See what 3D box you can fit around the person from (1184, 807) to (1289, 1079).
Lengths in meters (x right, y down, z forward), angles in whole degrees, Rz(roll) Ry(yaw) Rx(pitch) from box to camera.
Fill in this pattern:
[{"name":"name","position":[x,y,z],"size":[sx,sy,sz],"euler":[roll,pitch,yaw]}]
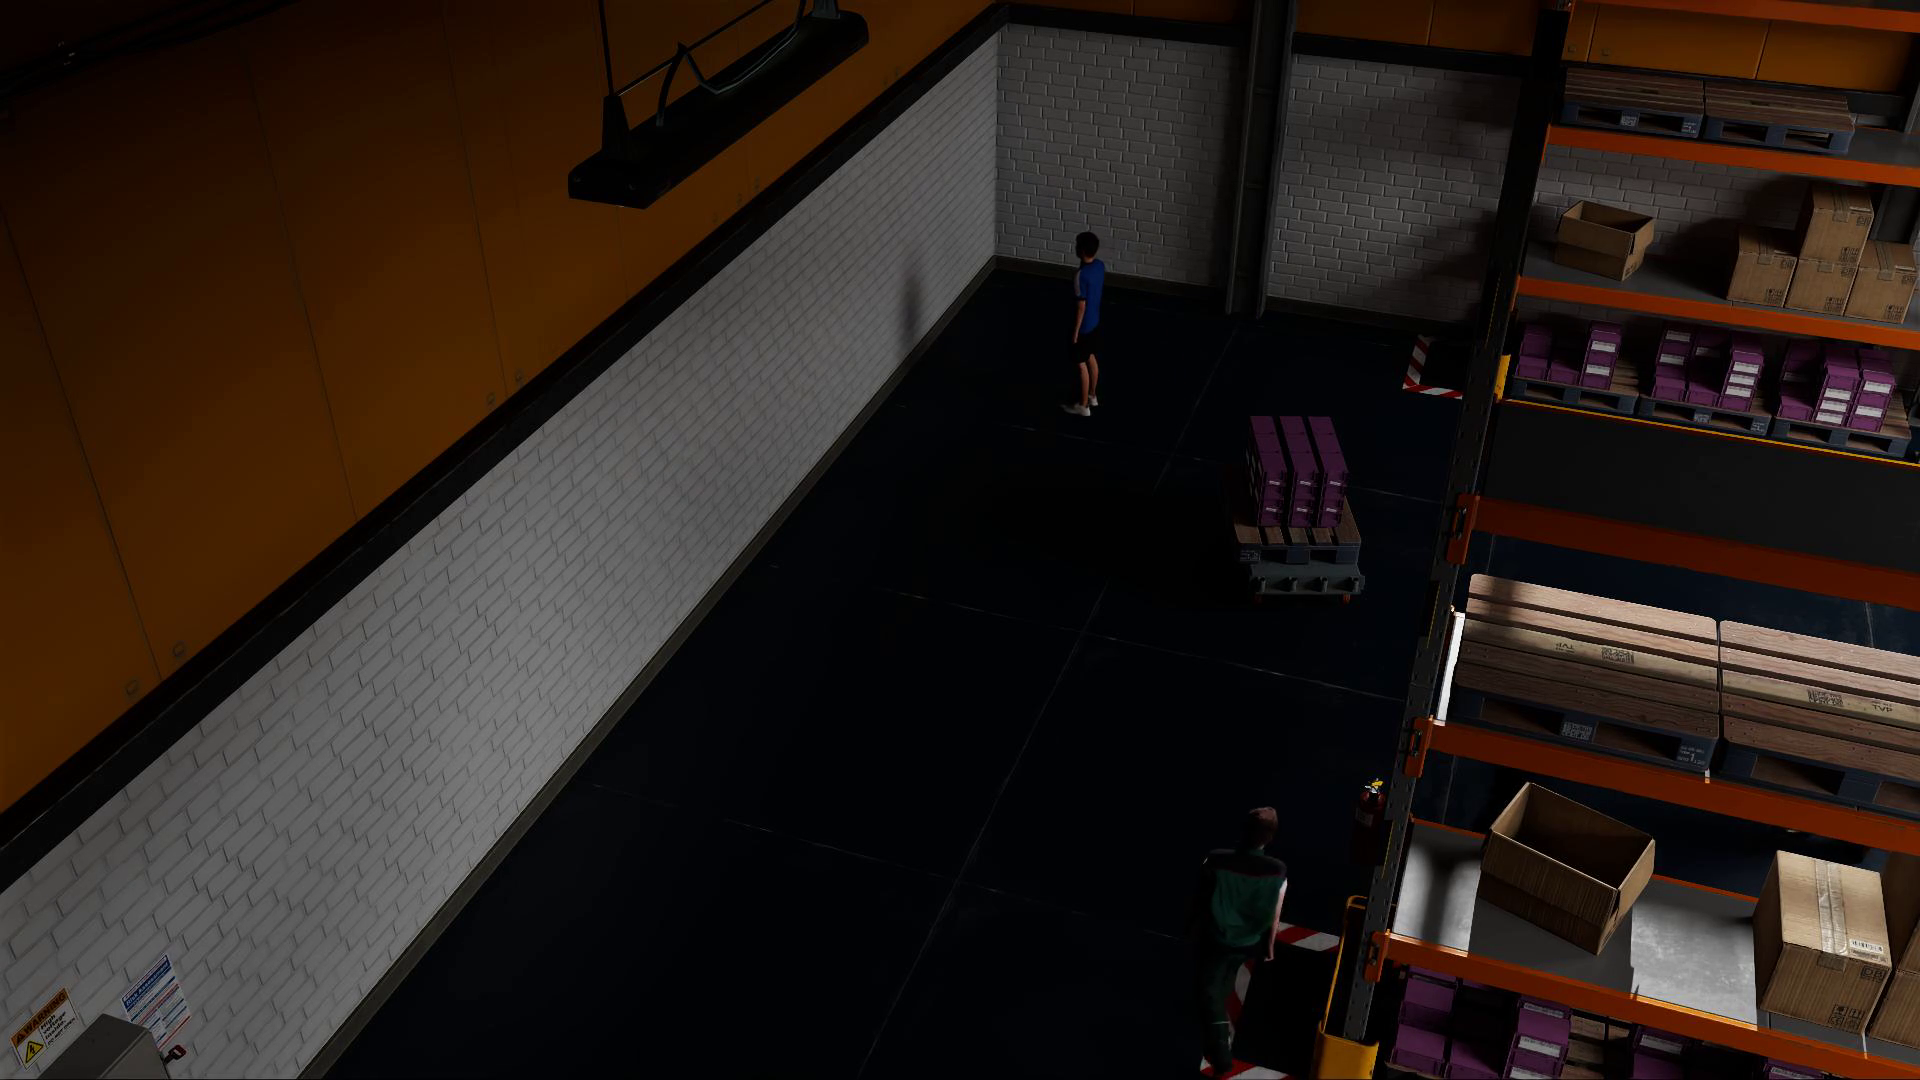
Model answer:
[{"name":"person","position":[1.547,2.306,9.482],"size":[1.070,1.801,0.955],"euler":[0,34,0]}]

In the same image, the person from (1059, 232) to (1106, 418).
[{"name":"person","position":[1.202,-2.097,16.048],"size":[0.594,1.866,0.678],"euler":[15,36,21]}]
